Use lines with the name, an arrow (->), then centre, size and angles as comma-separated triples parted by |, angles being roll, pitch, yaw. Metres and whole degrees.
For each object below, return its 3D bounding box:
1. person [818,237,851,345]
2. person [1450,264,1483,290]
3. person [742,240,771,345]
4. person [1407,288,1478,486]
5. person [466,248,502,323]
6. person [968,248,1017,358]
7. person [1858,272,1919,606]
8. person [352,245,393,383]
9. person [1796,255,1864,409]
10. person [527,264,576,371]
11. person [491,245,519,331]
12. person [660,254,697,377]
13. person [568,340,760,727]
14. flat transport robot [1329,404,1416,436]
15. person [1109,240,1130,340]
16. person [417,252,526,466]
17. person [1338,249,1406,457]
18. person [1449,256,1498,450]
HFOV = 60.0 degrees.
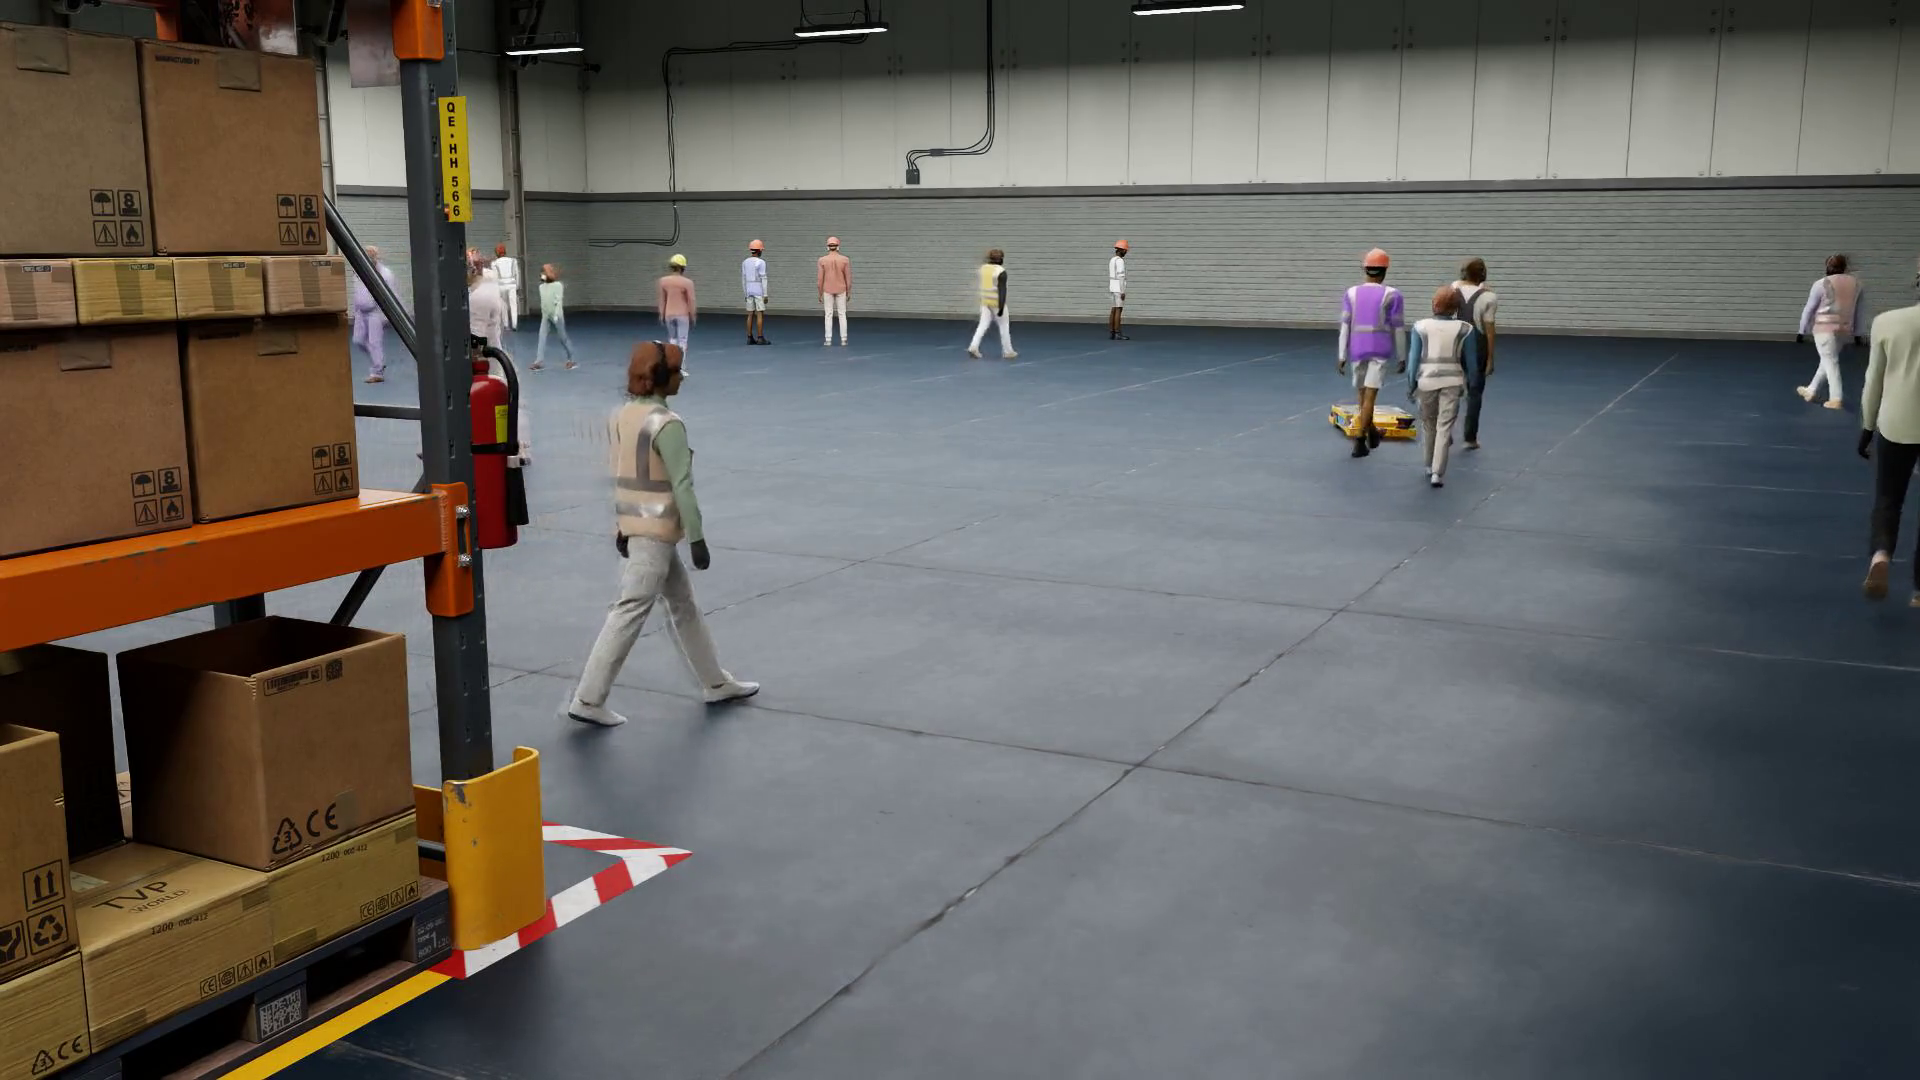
person -> -2.311, -4.573, 30.628 | 0.608, 1.986, 0.389 | -1, 10, -7
person -> 7.398, -3.236, 24.323 | 0.518, 1.616, 0.686 | 9, 14, 41
person -> -3.751, -4.567, 30.728 | 0.553, 1.935, 0.363 | 8, 13, 36
person -> 3.947, -1.256, 13.607 | 0.541, 1.584, 0.877 | 4, 11, 21
person -> -6.898, -3.257, 23.873 | 0.603, 1.847, 0.955 | -3, 11, -14
person -> 0.536, -3.901, 27.452 | 0.917, 1.812, 0.617 | -10, 14, -43
person -> 5.184, -0.595, 8.960 | 0.642, 1.976, 0.596 | 9, 13, 39
person -> -8.076, -3.092, 22.831 | 0.675, 1.883, 0.425 | 5, 11, 25
person -> 10.281, -2.476, 19.729 | 0.653, 1.784, 0.988 | -2, 11, -11
person -> -6.134, -3.338, 24.975 | 0.500, 1.588, 0.858 | 6, 12, 28
person -> -9.616, -5.337, 35.239 | 0.587, 1.833, 1.017 | -4, 11, -22
person -> -4.019, -3.202, 23.792 | 0.544, 1.749, 0.395 | 3, 11, 17
person -> -1.270, -0.028, 6.919 | 0.870, 1.596, 0.539 | -6, 12, -28
flat transport robot -> 4.238, -1.242, 17.147 | 0.652, 0.197, 1.431 | 1, 10, 4
person -> 3.088, -4.837, 32.229 | 0.370, 1.928, 0.543 | -3, 11, -16
person -> -4.261, -1.539, 14.401 | 0.954, 1.860, 0.658 | -5, 11, -24
person -> 3.860, -1.741, 15.445 | 0.573, 1.884, 0.972 | 7, 12, 33
person -> 4.743, -1.732, 15.577 | 0.518, 1.828, 0.628 | 8, 13, 36
